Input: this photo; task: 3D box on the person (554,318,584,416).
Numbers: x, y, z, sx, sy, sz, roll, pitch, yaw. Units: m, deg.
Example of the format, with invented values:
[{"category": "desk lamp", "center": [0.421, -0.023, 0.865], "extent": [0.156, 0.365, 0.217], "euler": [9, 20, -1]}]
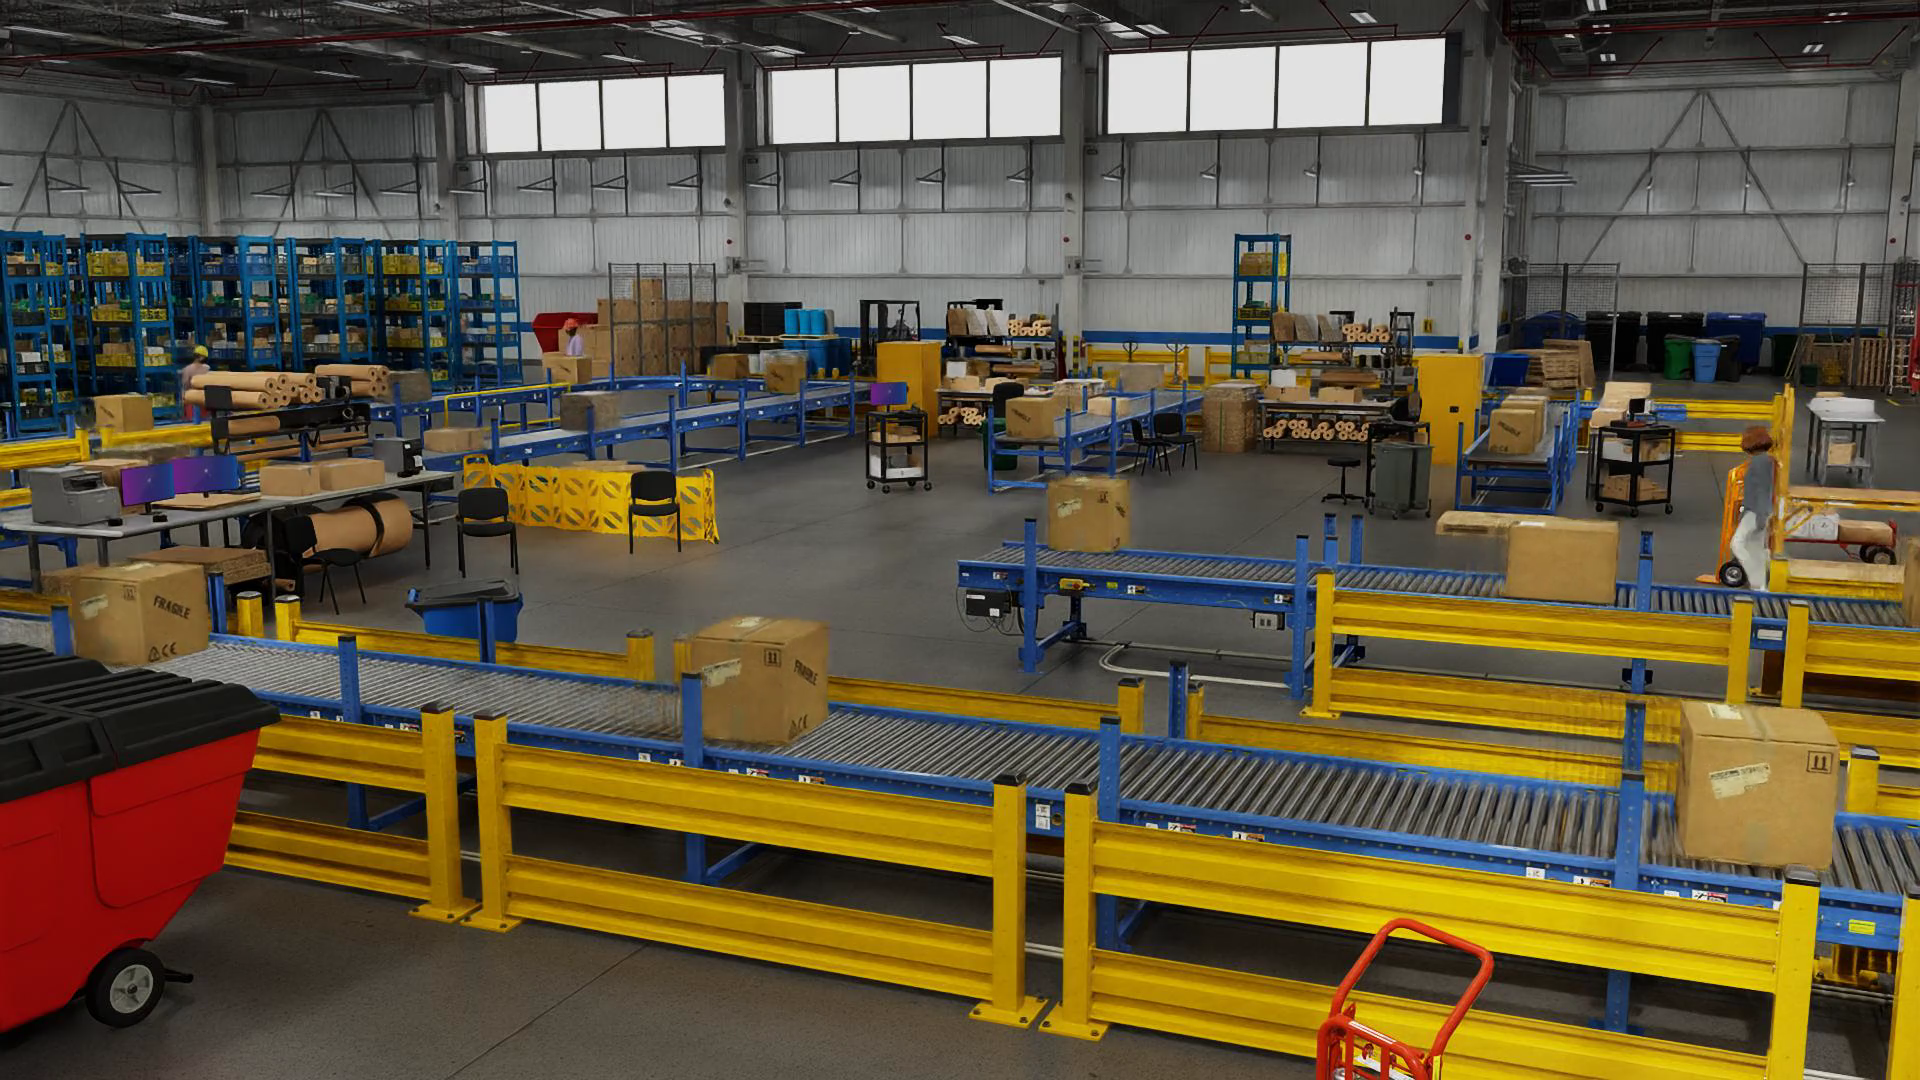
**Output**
[{"category": "person", "center": [-7.726, -3.520, 33.812], "extent": [1.040, 1.998, 0.618], "euler": [-6, 11, -34]}]

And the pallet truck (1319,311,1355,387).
[{"category": "pallet truck", "center": [9.071, -4.419, 39.190], "extent": [0.823, 1.965, 1.885], "euler": [5, 10, 26]}]

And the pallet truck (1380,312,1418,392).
[{"category": "pallet truck", "center": [10.207, -4.283, 38.369], "extent": [0.823, 1.965, 1.885], "euler": [3, 10, 20]}]

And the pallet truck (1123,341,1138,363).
[{"category": "pallet truck", "center": [4.445, -4.380, 41.279], "extent": [0.680, 1.201, 1.601], "euler": [4, 10, 22]}]

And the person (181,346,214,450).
[{"category": "person", "center": [-12.513, -2.296, 27.152], "extent": [0.330, 1.731, 0.765], "euler": [5, 11, 29]}]

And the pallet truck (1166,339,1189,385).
[{"category": "pallet truck", "center": [5.418, -4.269, 40.420], "extent": [0.704, 1.261, 1.522], "euler": [3, 10, 20]}]

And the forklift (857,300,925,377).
[{"category": "forklift", "center": [-1.732, -5.109, 42.468], "extent": [1.157, 1.987, 2.680], "euler": [4, 10, 22]}]

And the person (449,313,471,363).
[{"category": "person", "center": [-13.340, -5.264, 44.466], "extent": [0.989, 1.956, 0.612], "euler": [-7, 12, -37]}]

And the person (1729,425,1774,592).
[{"category": "person", "center": [7.118, -0.220, 14.917], "extent": [0.370, 1.611, 0.521], "euler": [5, 11, 28]}]

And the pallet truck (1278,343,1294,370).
[{"category": "pallet truck", "center": [7.886, -4.163, 39.743], "extent": [0.653, 1.274, 1.630], "euler": [4, 10, 22]}]

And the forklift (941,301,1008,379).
[{"category": "forklift", "center": [0.365, -4.966, 41.571], "extent": [1.157, 1.987, 2.680], "euler": [3, 10, 20]}]
